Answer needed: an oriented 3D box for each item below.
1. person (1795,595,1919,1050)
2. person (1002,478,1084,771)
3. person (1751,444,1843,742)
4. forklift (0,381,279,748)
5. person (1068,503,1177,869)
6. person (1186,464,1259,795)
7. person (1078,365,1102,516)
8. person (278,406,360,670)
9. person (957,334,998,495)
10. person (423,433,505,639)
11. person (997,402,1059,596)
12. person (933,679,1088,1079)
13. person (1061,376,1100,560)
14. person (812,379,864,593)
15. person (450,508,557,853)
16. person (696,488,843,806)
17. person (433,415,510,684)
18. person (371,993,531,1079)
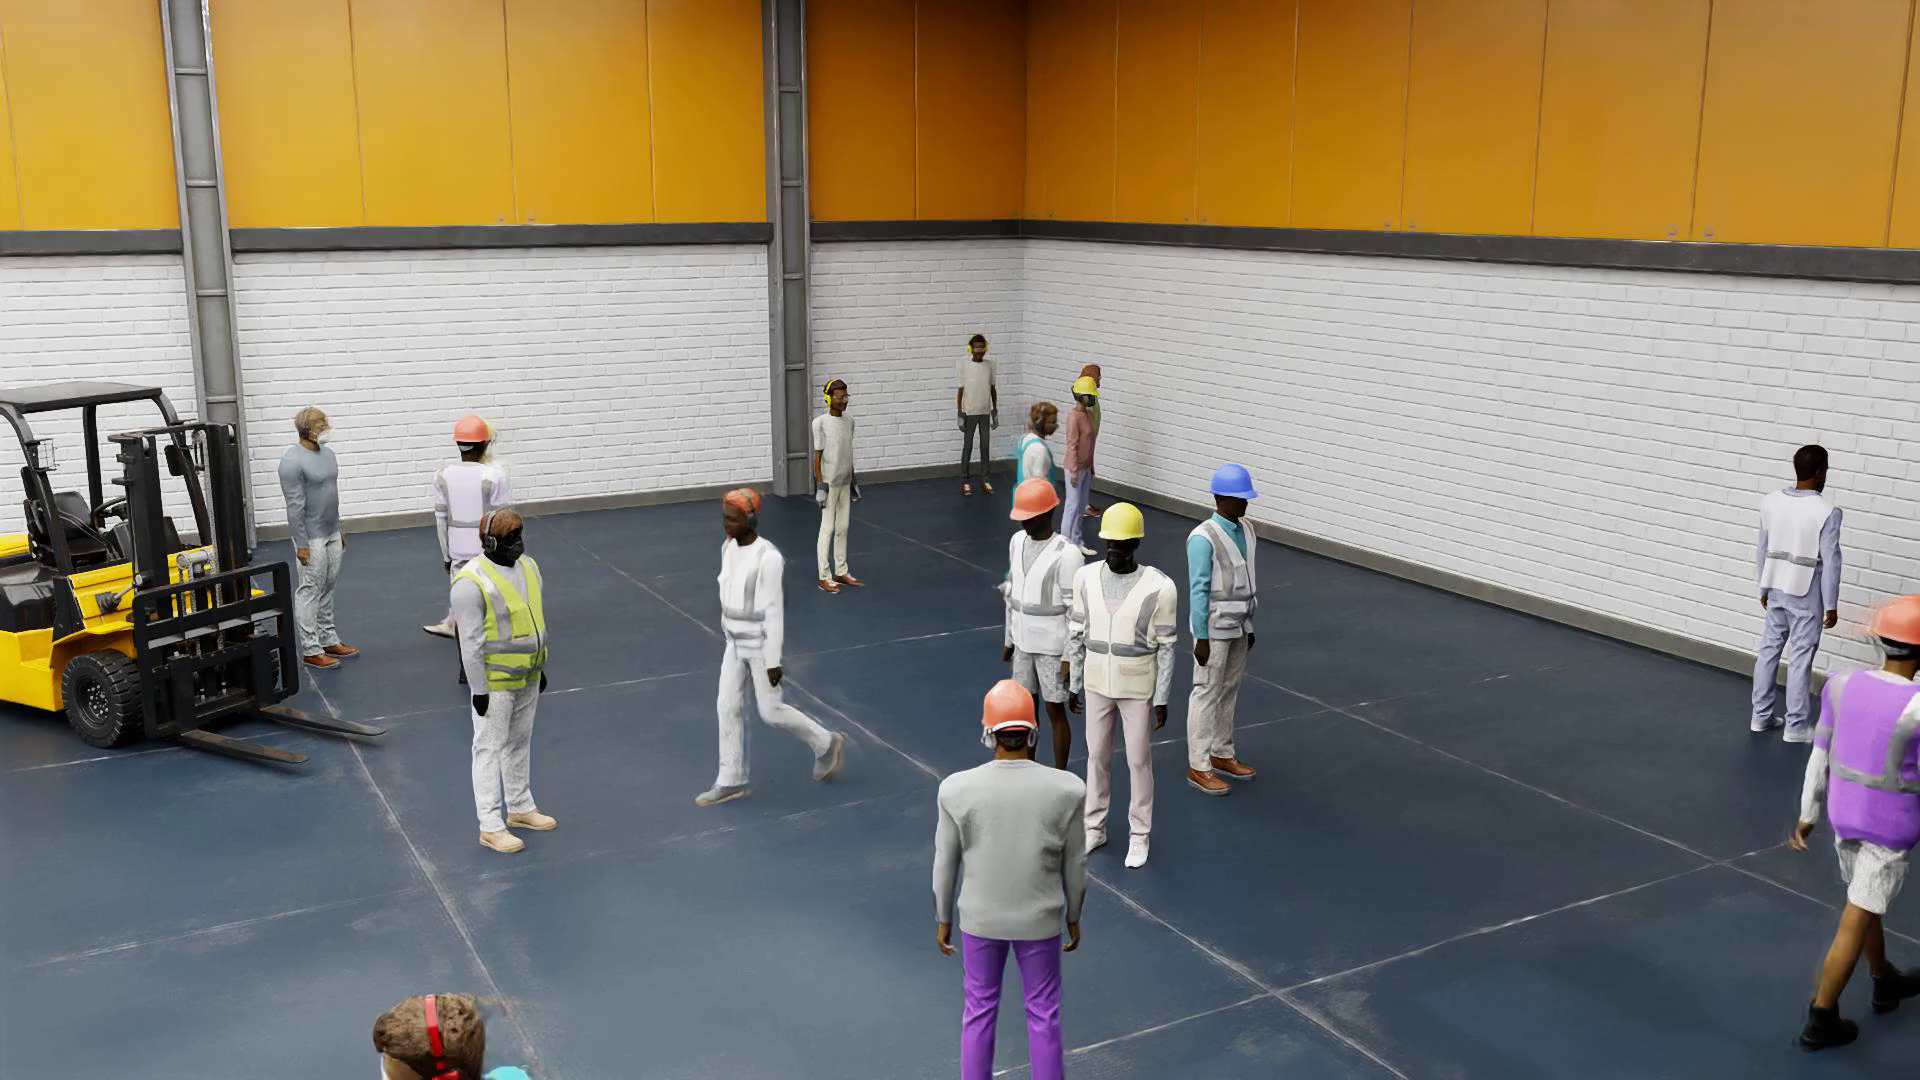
[{"bbox_3d":[3.881,1.153,6.869,0.917,1.901,0.577,-5,13,-22],"label":"person"},{"bbox_3d":[0.441,0.589,9.471,0.383,1.927,0.543,-11,16,-41],"label":"person"},{"bbox_3d":[5.354,0.339,10.660,0.391,1.921,0.593,-5,13,-23],"label":"person"},{"bbox_3d":[-5.853,0.085,11.199,2.313,2.155,1.214,7,14,28],"label":"forklift"},{"bbox_3d":[0.832,0.752,8.696,0.588,1.930,0.364,6,13,26],"label":"person"},{"bbox_3d":[1.551,0.509,9.792,0.389,1.946,0.614,9,15,37],"label":"person"},{"bbox_3d":[1.405,-1.082,17.991,0.279,1.634,0.498,1,12,5],"label":"person"},{"bbox_3d":[-4.751,-0.024,12.315,0.372,1.940,0.631,1,12,6],"label":"person"},{"bbox_3d":[0.204,-1.448,19.187,0.505,1.861,0.321,-5,13,-21],"label":"person"},{"bbox_3d":[-3.762,-0.072,13.061,0.527,1.709,0.954,9,15,35],"label":"person"},{"bbox_3d":[0.632,-0.237,13.591,0.452,1.818,0.554,-2,12,-10],"label":"person"},{"bbox_3d":[0.188,1.377,6.229,0.577,1.740,0.378,1,12,4],"label":"person"},{"bbox_3d":[1.159,-0.683,15.835,0.338,1.756,0.519,5,13,22],"label":"person"},{"bbox_3d":[-1.073,-0.481,14.620,0.328,1.872,0.513,9,15,36],"label":"person"},{"bbox_3d":[-2.437,0.736,8.981,0.430,1.845,0.624,5,13,21],"label":"person"},{"bbox_3d":[-1.119,0.596,9.631,0.844,1.857,0.583,-9,15,-37],"label":"person"},{"bbox_3d":[-3.436,0.076,11.848,0.545,1.938,0.358,1,12,5],"label":"person"},{"bbox_3d":[-1.054,1.863,3.776,0.636,1.818,0.574,1,12,6],"label":"person"}]
